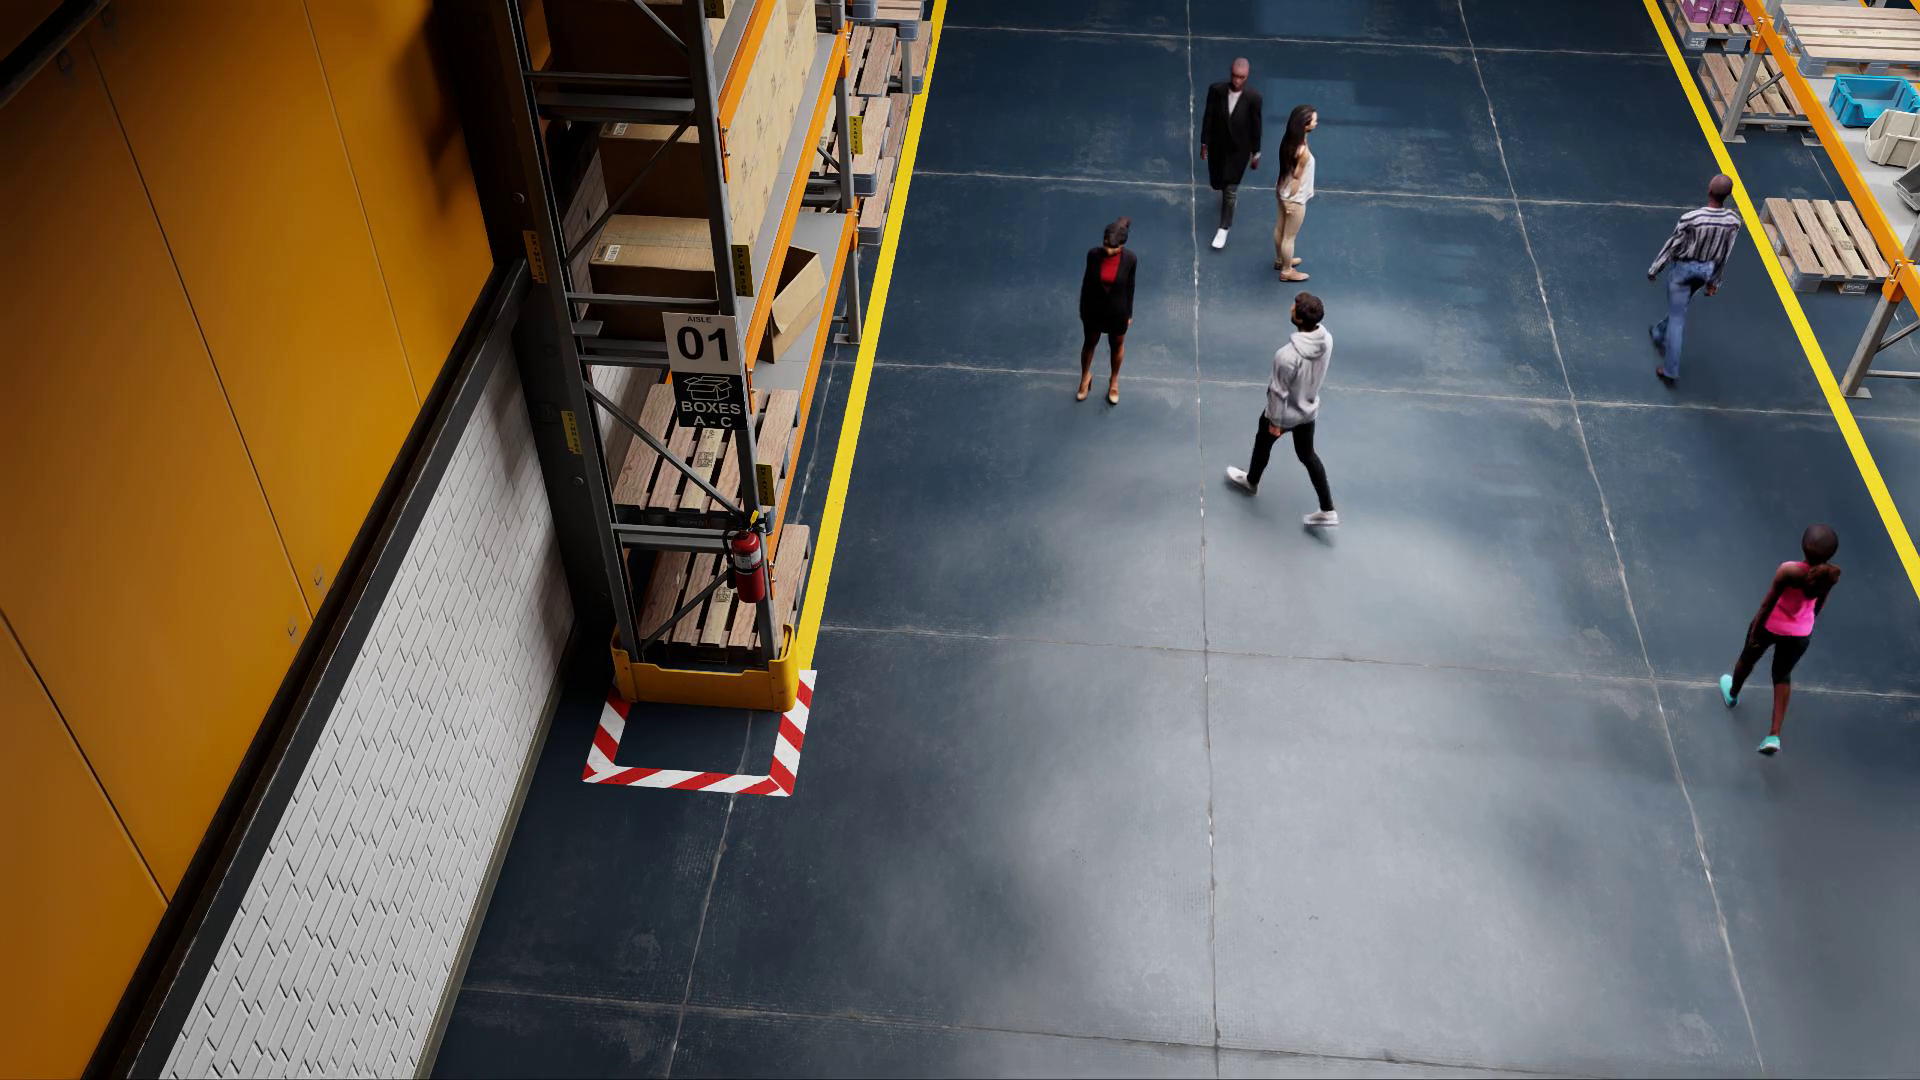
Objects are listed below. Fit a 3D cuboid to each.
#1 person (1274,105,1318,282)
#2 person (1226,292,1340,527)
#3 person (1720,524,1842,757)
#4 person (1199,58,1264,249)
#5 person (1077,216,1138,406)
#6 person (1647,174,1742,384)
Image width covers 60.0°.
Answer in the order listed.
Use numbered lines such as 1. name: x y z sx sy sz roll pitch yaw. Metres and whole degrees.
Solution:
1. person: 2.800 -2.930 14.081 0.675 1.653 0.627 -26 50 -25
2. person: 2.435 -0.877 11.753 1.222 1.892 1.296 -29 51 -27
3. person: 5.128 0.624 10.315 0.591 1.702 1.038 5 44 6
4. person: 2.385 -3.468 14.583 0.895 1.741 1.117 15 46 15
5. person: 1.128 -1.749 12.850 0.584 1.641 0.603 7 44 8
6. person: 5.739 -1.988 13.011 0.753 1.766 1.028 -4 44 -4
